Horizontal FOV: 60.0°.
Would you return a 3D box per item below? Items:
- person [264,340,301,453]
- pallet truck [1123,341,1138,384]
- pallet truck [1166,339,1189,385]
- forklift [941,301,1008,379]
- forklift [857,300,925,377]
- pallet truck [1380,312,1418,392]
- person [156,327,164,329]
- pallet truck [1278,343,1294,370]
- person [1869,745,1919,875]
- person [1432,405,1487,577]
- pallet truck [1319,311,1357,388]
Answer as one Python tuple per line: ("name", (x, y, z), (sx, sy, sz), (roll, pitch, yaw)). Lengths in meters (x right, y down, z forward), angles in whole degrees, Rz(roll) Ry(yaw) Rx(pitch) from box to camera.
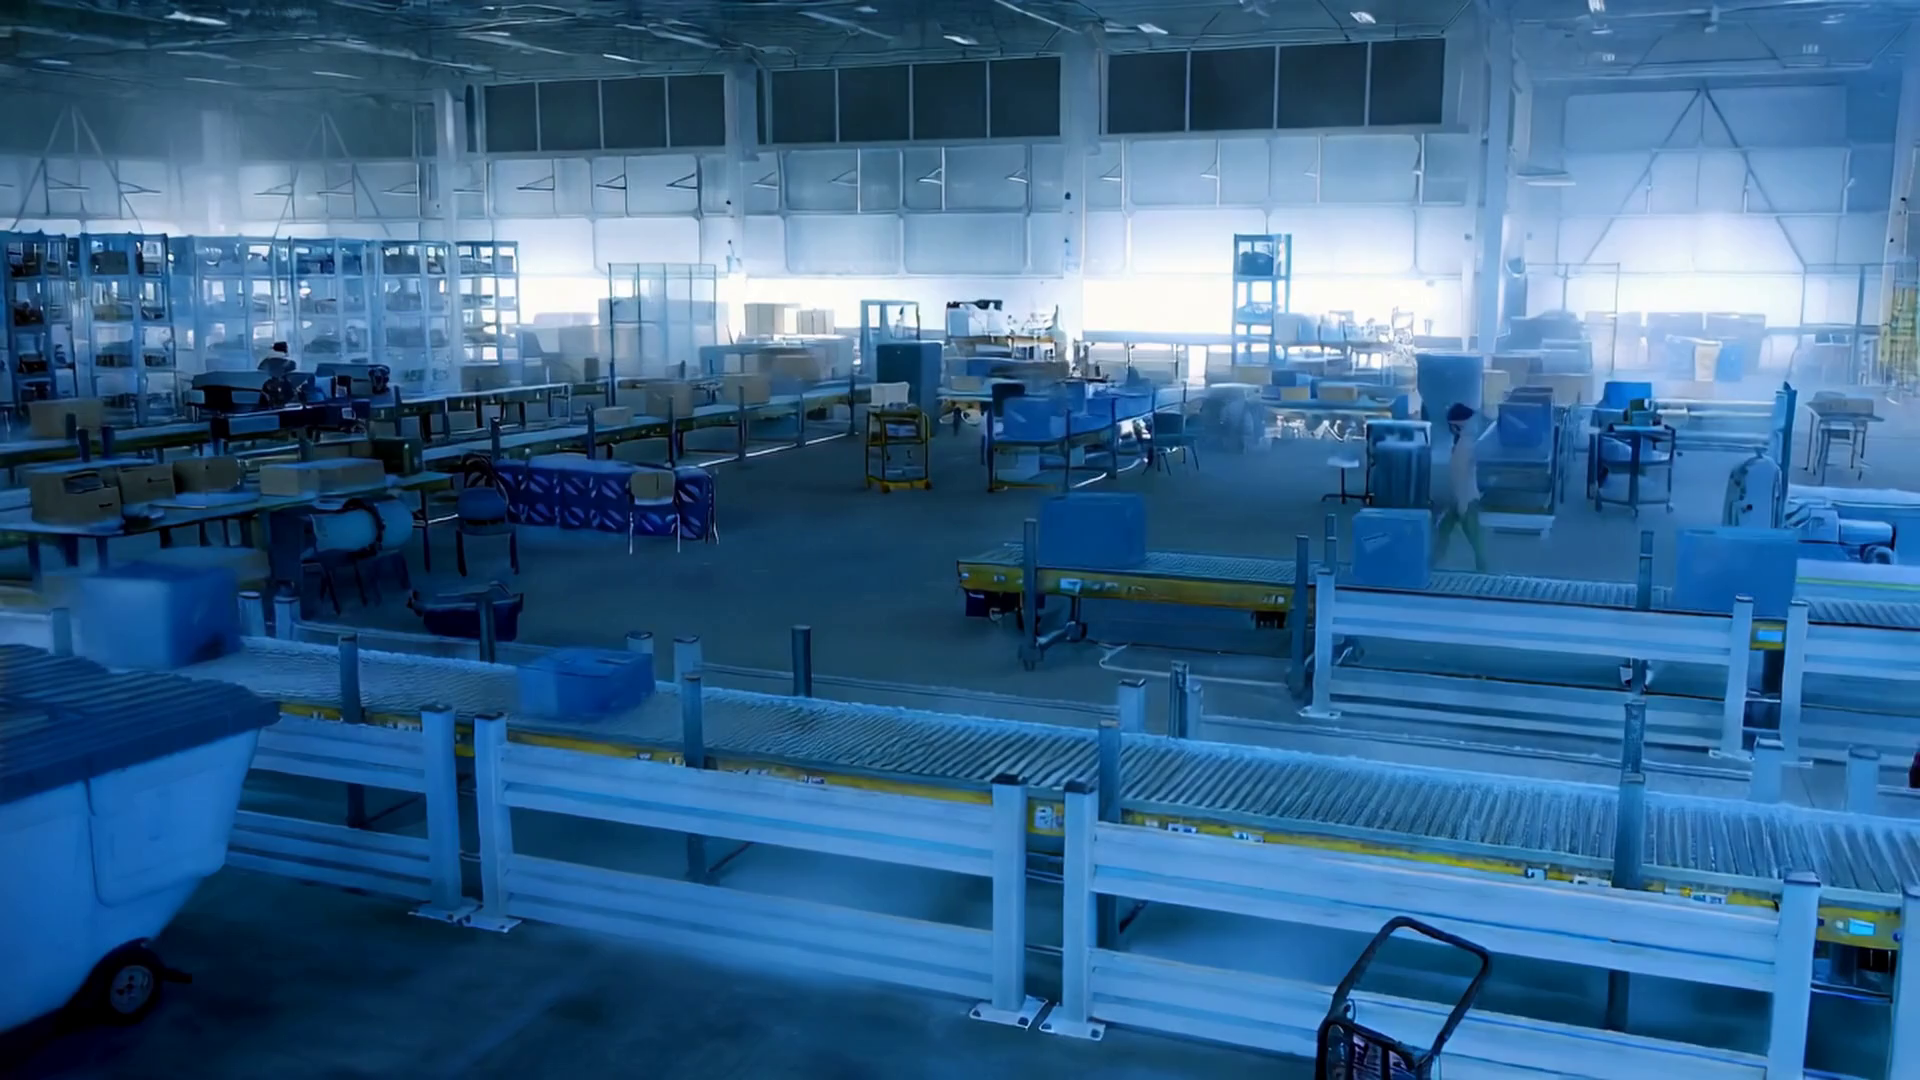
("person", (-10.938, -2.312, 26.923), (0.603, 1.830, 0.404), (3, 10, 16))
("pallet truck", (4.445, -4.380, 41.279), (0.680, 1.201, 1.601), (4, 10, 22))
("pallet truck", (5.418, -4.269, 40.420), (0.704, 1.261, 1.522), (3, 10, 20))
("forklift", (0.365, -4.966, 41.571), (1.157, 1.987, 2.680), (3, 10, 20))
("forklift", (-1.732, -5.109, 42.468), (1.157, 1.987, 2.680), (4, 10, 22))
("pallet truck", (10.207, -4.283, 38.369), (0.823, 1.965, 1.885), (3, 10, 20))
("person", (-17.981, -4.053, 37.494), (0.569, 1.831, 0.411), (-7, 11, -35))
("pallet truck", (7.886, -4.163, 39.743), (0.653, 1.274, 1.630), (4, 10, 22))
("person", (4.935, 0.876, 8.140), (0.865, 1.661, 0.541), (5, 11, 27))
("person", (4.606, -0.404, 15.643), (0.841, 1.726, 0.547), (4, 10, 23))
("pallet truck", (9.071, -4.419, 39.190), (0.823, 1.965, 1.885), (5, 10, 26))
